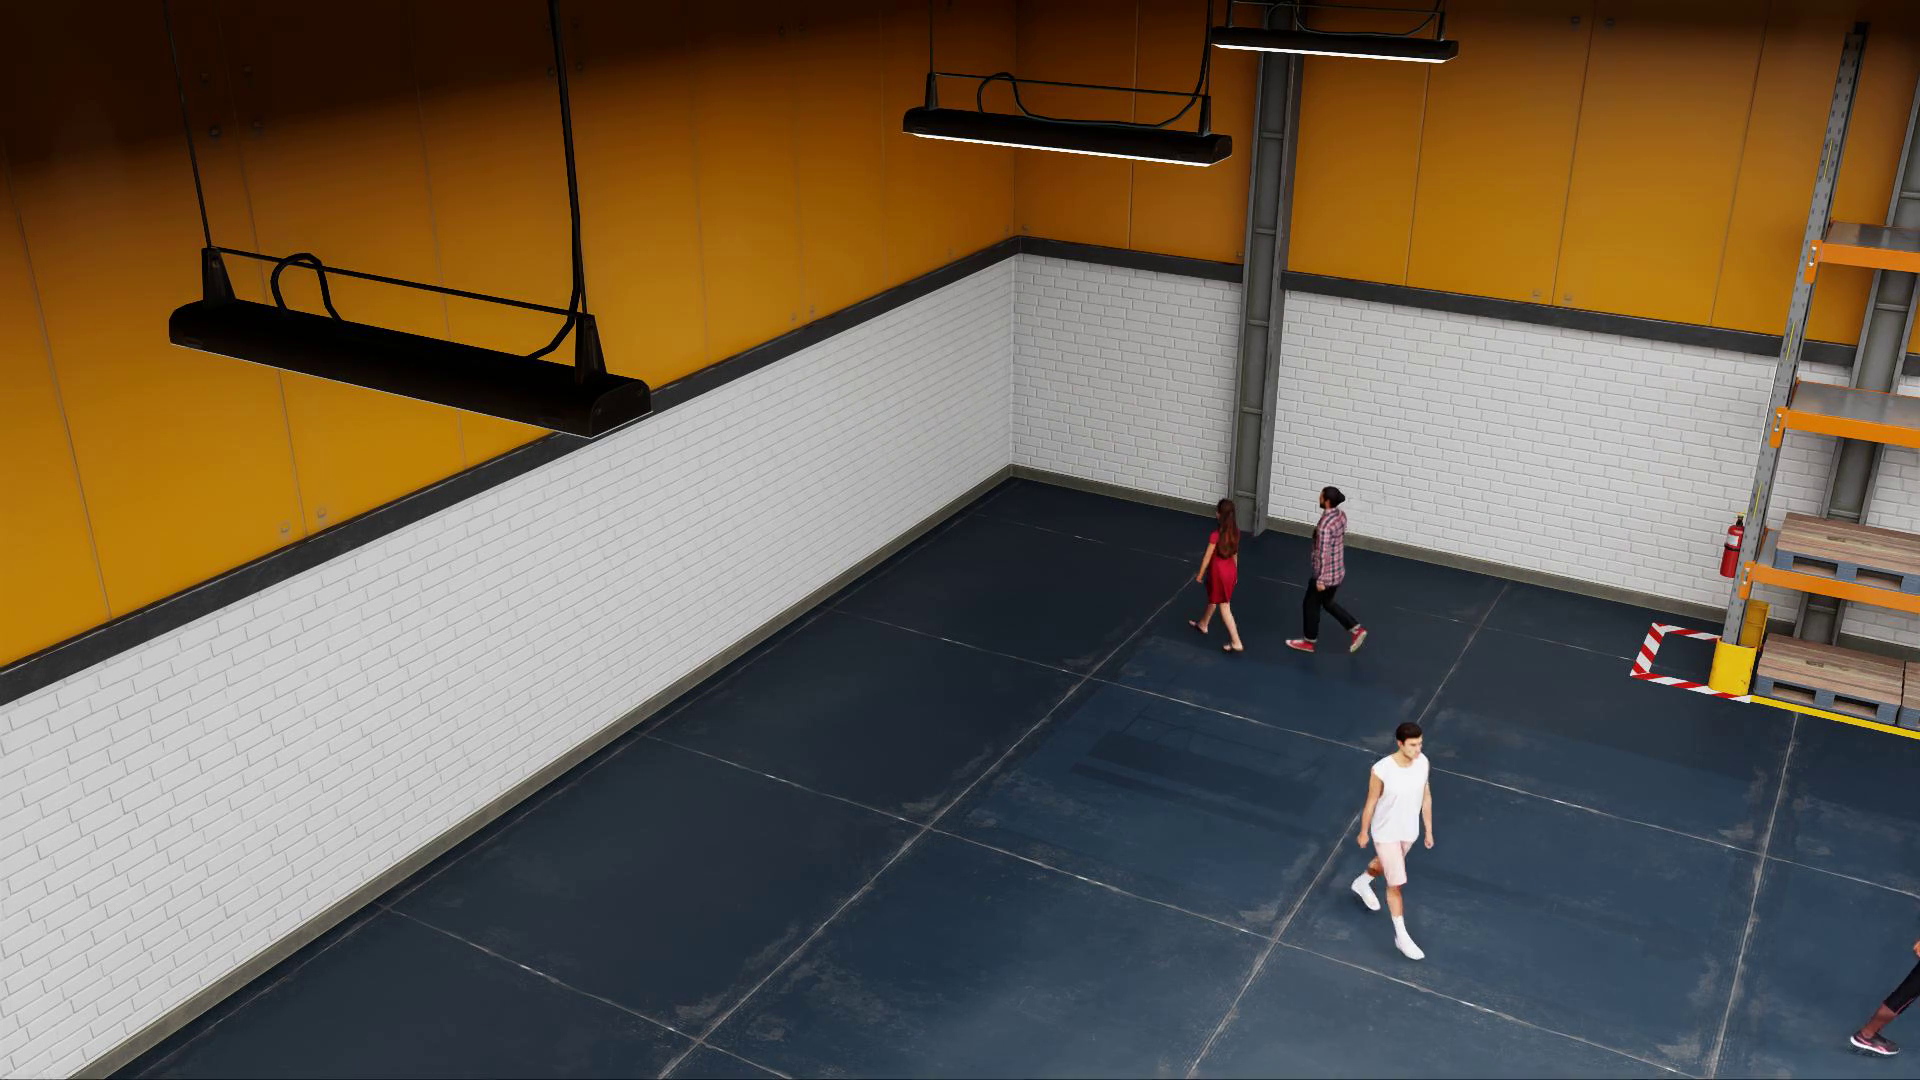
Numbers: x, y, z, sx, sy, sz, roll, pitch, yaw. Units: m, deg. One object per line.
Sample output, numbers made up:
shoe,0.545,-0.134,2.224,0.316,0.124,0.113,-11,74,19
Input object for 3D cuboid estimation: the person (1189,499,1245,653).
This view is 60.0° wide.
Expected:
person,2.601,0.370,16.305,0.775,1.524,1.101,-18,29,-35

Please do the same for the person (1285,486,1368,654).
person,3.627,0.328,16.134,0.975,1.739,0.684,13,27,28

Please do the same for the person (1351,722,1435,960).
person,3.129,2.071,12.144,1.086,1.741,1.250,-10,26,-22
